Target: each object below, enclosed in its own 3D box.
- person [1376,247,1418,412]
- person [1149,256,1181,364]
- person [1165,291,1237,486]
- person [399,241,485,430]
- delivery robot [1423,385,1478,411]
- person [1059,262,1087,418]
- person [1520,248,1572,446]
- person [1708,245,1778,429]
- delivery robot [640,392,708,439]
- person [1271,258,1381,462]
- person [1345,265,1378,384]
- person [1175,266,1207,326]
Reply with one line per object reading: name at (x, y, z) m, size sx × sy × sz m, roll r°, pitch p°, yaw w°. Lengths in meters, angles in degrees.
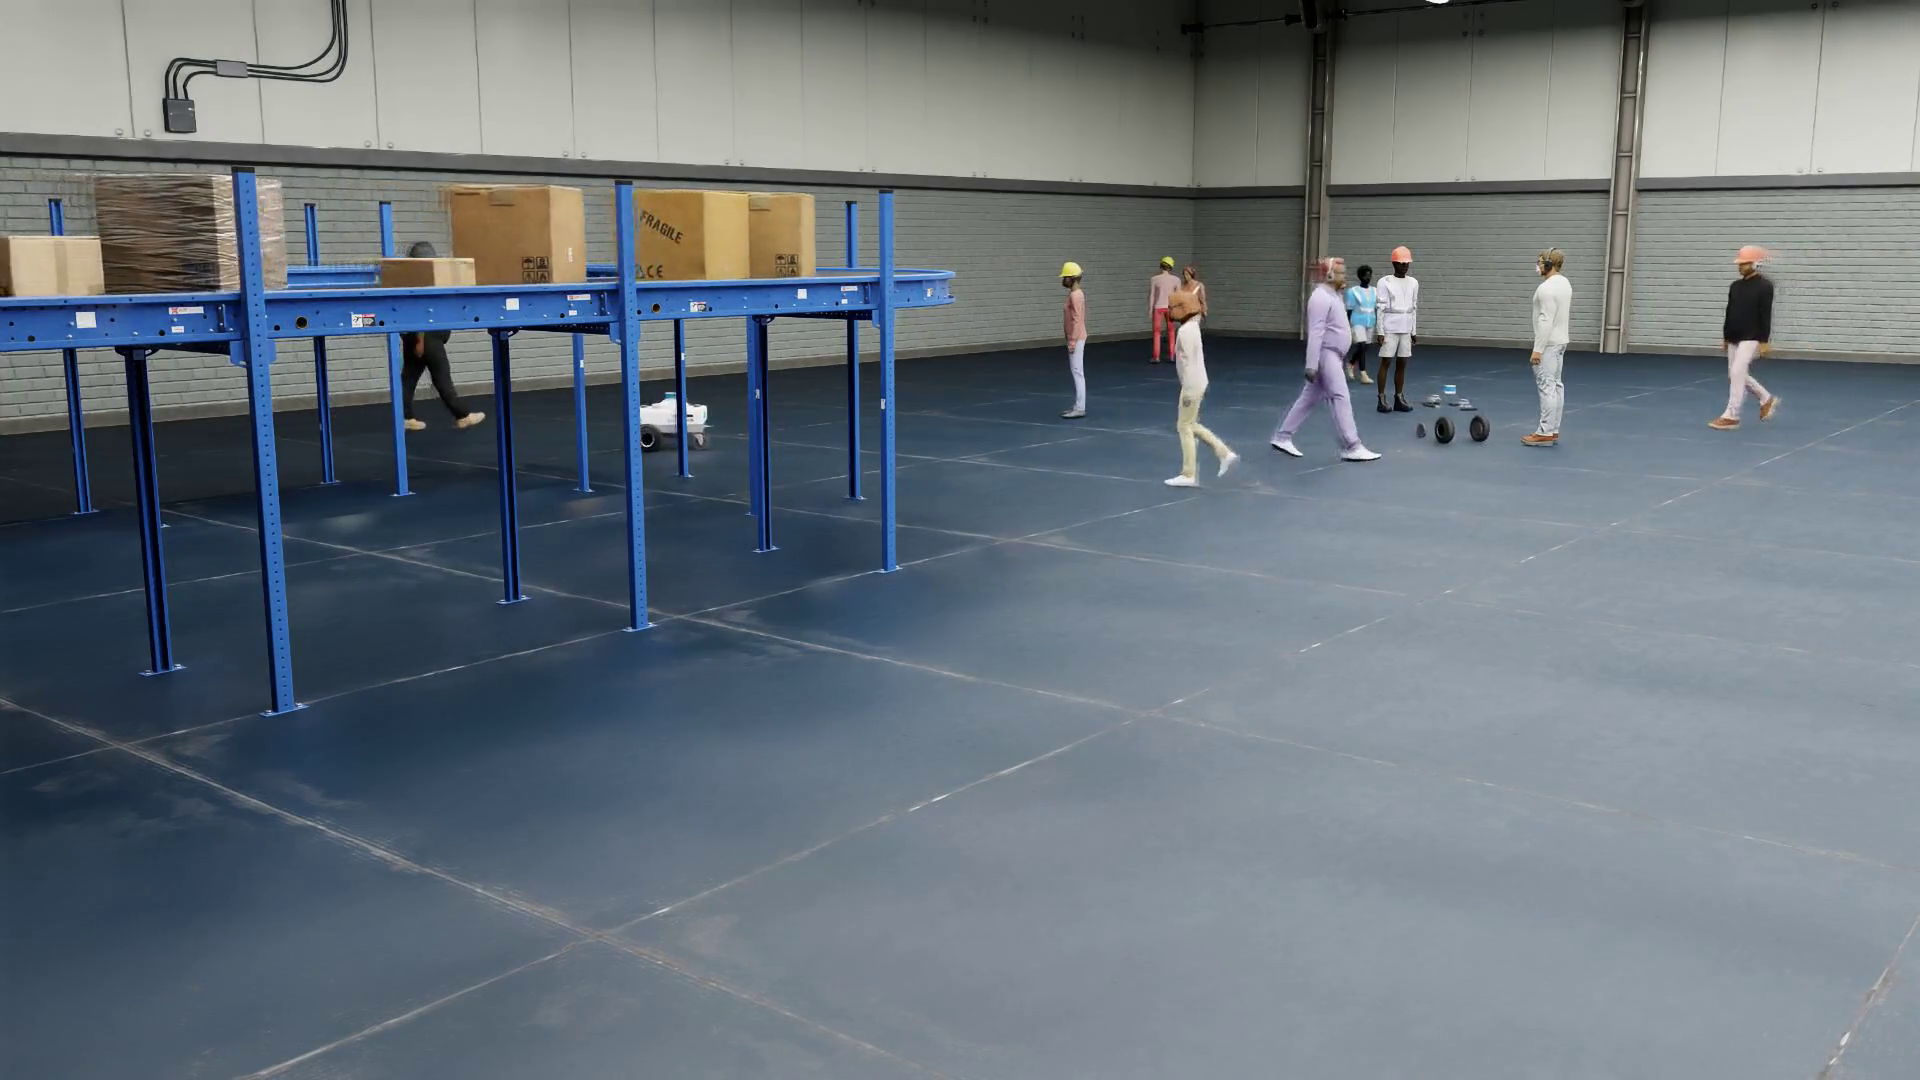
person at (5.176, -2.486, 19.657) m, size 0.548 × 1.938 × 0.358 m, roll -4°, pitch 11°, yaw -20°
person at (3.371, -3.783, 27.366) m, size 0.533 × 1.738 × 0.438 m, roll 0°, pitch 10°, yaw 2°
person at (1.969, -1.243, 13.690) m, size 0.544 × 1.610 × 0.510 m, roll 3°, pitch 11°, yaw 15°
person at (-5.624, -2.177, 17.778) m, size 0.968 × 2.000 × 0.698 m, roll -6°, pitch 12°, yaw -29°
delivery robot at (4.996, -1.459, 16.938) m, size 0.335 × 0.223 × 0.698 m, roll -3°, pitch 11°, yaw -18°
person at (1.283, -2.279, 18.992) m, size 0.329 × 1.765 × 0.533 m, roll 1°, pitch 10°, yaw 5°
person at (5.814, -1.909, 16.457) m, size 0.372 × 1.940 × 0.627 m, roll 7°, pitch 13°, yaw 35°
person at (8.532, -2.193, 17.959) m, size 0.817 × 1.969 × 0.624 m, roll -2°, pitch 10°, yaw -13°
delivery robot at (-2.812, -1.194, 16.188) m, size 0.707 × 0.478 × 0.477 m, roll -2°, pitch 10°, yaw -9°
person at (3.376, -1.668, 15.357) m, size 1.019 × 1.862 × 0.656 m, roll 4°, pitch 11°, yaw 19°
person at (5.708, -3.085, 23.725) m, size 0.537 × 1.673 × 0.758 m, roll -4°, pitch 11°, yaw -21°
person at (3.866, -3.757, 27.652) m, size 0.539 × 1.597 × 0.824 m, roll 7°, pitch 13°, yaw 36°
